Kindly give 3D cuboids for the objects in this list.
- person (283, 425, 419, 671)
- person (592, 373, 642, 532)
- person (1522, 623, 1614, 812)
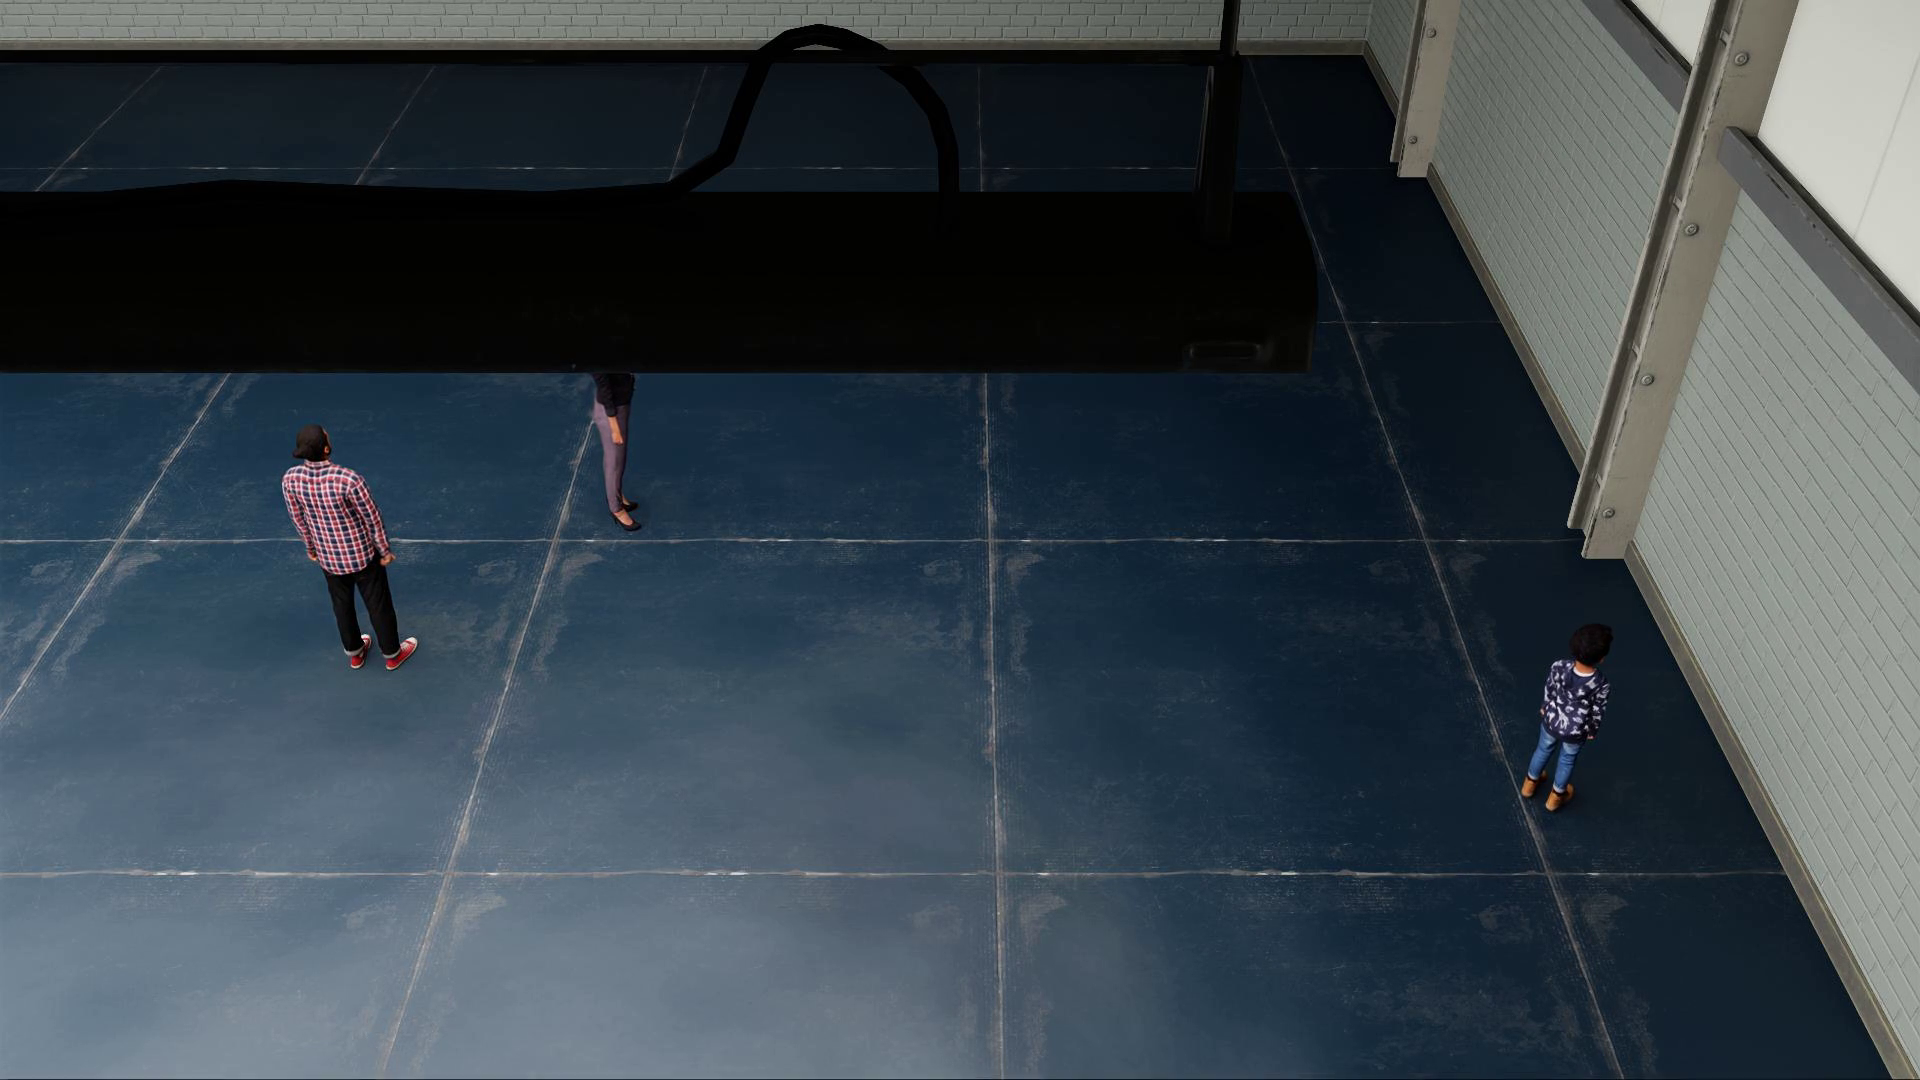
[{"bbox_3d":[-3.660,0.048,9.928,0.691,1.761,0.607,2,37,3],"label":"person"},{"bbox_3d":[-2.340,-0.826,11.152,0.700,1.670,0.536,-7,38,-9],"label":"person"},{"bbox_3d":[3.345,0.965,9.145,0.569,1.248,0.620,27,45,31],"label":"person"}]
